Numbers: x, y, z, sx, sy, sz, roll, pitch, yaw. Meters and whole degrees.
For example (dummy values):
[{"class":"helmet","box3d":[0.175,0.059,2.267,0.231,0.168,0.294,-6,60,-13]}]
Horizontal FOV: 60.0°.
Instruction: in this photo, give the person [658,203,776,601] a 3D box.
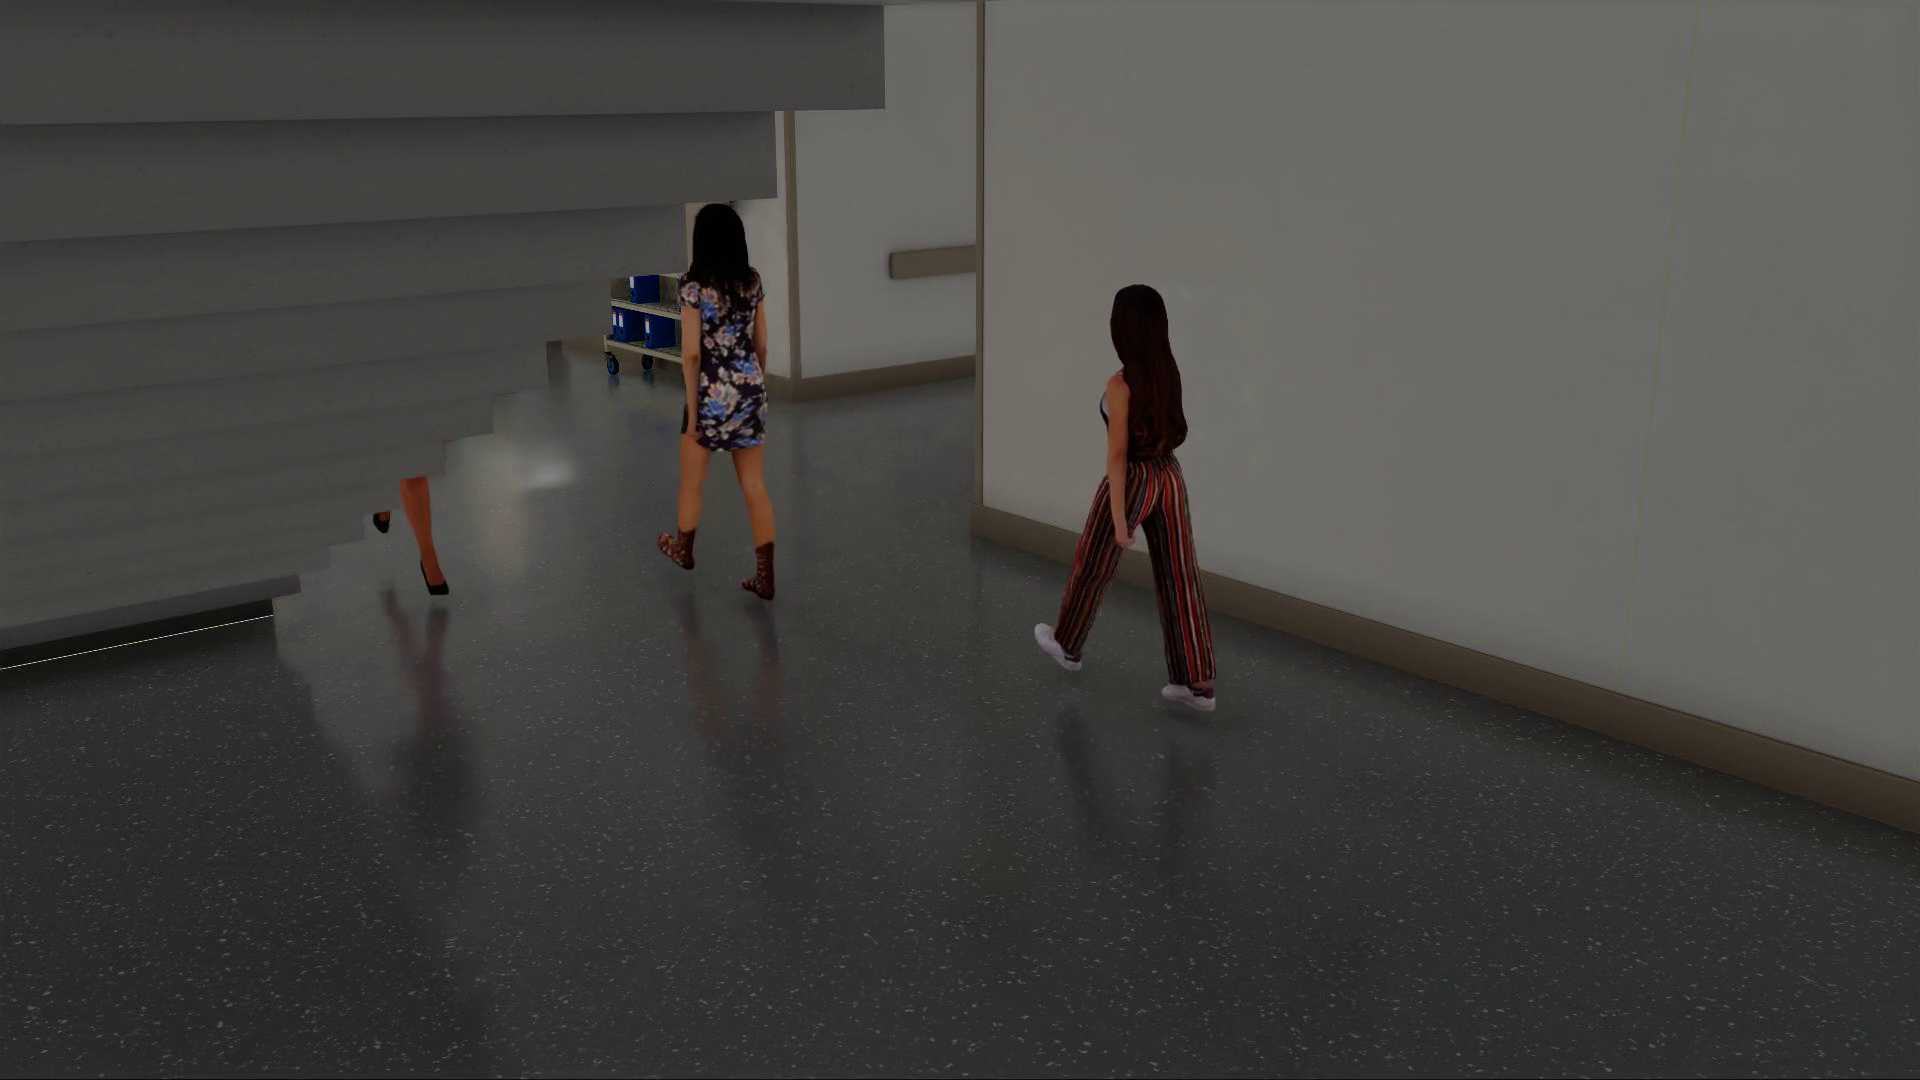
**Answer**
[{"class":"person","box3d":[-0.970,-0.556,7.227,0.652,1.690,1.060,-12,20,-36]}]

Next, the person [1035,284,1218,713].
[{"class":"person","box3d":[0.722,-0.115,5.988,0.589,1.515,1.113,-12,19,-36]}]
